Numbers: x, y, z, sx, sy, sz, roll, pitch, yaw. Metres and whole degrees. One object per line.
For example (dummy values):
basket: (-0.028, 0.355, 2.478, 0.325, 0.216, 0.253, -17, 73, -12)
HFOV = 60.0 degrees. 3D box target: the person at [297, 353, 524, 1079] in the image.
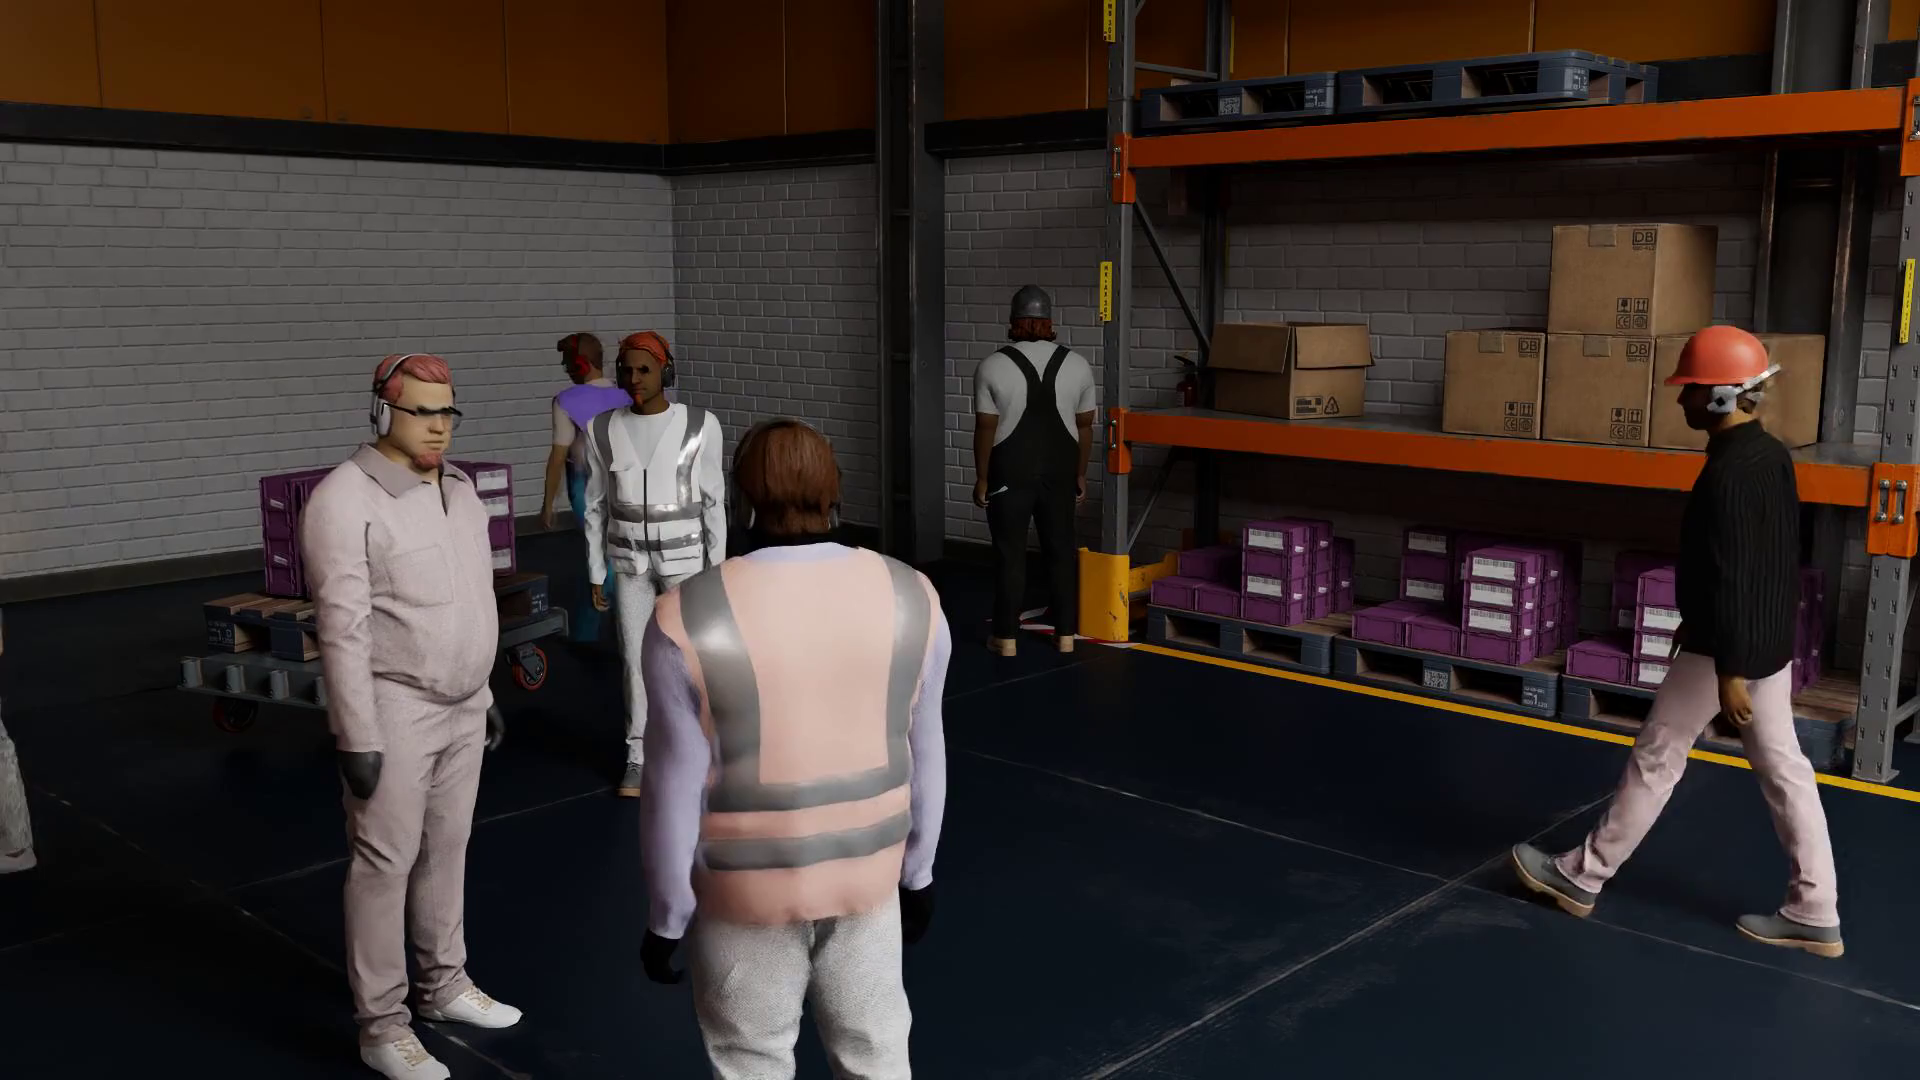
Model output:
person: (-1.421, 0.459, 4.424, 0.403, 1.904, 0.637, 3, 10, 17)

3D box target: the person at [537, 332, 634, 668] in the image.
person: (-1.897, -0.198, 8.856, 0.939, 1.805, 0.564, 5, 11, 28)

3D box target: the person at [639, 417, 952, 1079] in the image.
person: (-0.327, 0.676, 3.297, 0.633, 1.847, 0.429, -5, 10, -26)

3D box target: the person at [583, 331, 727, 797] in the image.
person: (-1.218, 0.109, 6.668, 0.578, 1.879, 0.353, 1, 9, 5)

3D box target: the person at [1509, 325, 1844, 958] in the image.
person: (2.337, 0.304, 5.249, 1.025, 1.938, 0.638, 8, 12, 41)

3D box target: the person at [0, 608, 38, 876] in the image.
person: (-3.483, 0.407, 5.605, 0.605, 1.618, 0.534, -4, 10, -25)

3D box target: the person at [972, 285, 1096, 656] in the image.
person: (0.375, -0.388, 9.188, 0.687, 2.000, 0.535, -2, 10, -14)
